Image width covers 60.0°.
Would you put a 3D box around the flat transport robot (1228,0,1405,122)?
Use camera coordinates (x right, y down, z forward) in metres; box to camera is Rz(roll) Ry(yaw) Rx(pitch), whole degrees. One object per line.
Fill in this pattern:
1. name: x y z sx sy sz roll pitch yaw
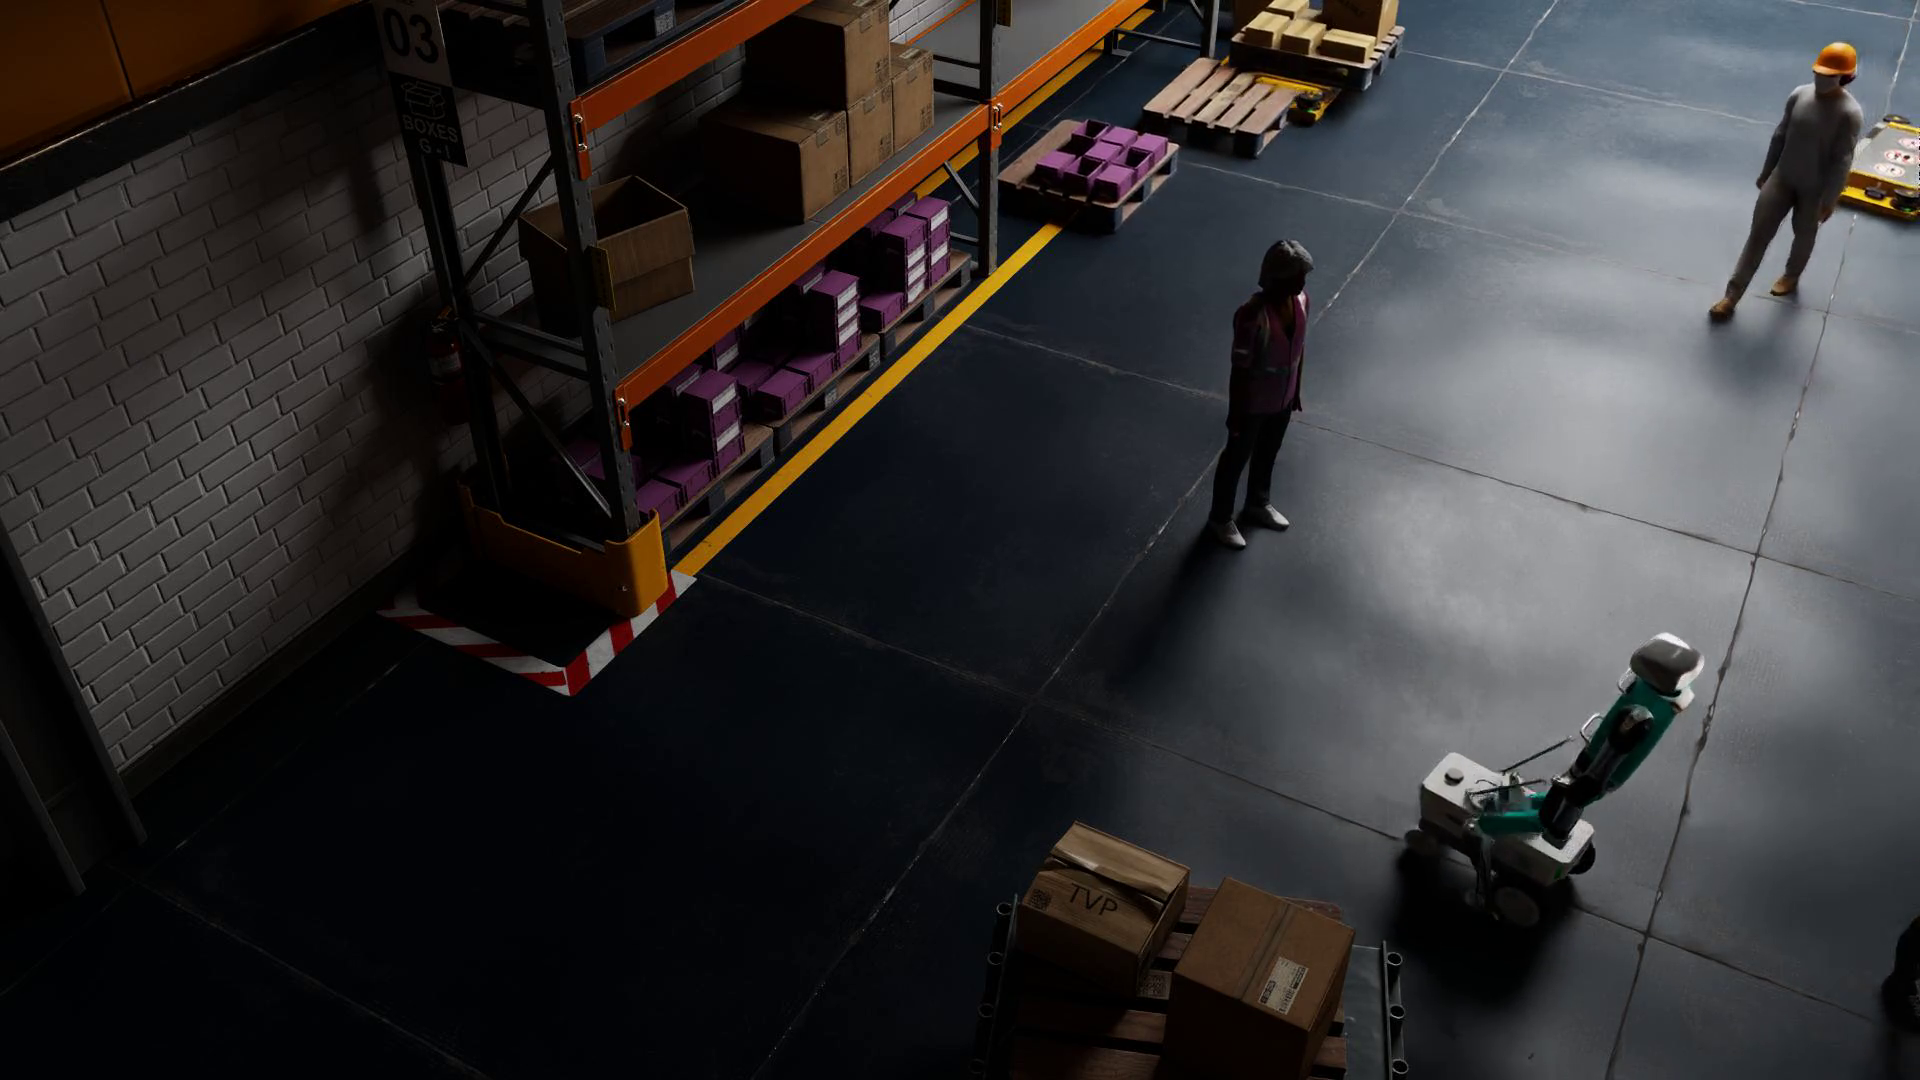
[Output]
1. flat transport robot: 2.978 -3.969 14.181 0.659 0.231 1.431 20 43 23

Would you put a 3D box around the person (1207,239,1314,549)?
1. person: 1.630 -0.780 8.937 0.519 1.841 0.315 -23 44 -26

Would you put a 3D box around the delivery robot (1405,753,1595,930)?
1. delivery robot: 2.415 1.301 7.379 0.810 0.612 0.499 29 47 31

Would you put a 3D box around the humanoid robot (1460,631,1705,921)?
1. humanoid robot: 2.416 0.982 6.841 0.804 1.787 0.530 29 47 31

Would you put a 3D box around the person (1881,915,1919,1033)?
1. person: 4.032 1.372 6.322 0.798 1.736 0.655 -11 40 -14

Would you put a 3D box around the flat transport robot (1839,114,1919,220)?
1. flat transport robot: 7.238 -2.883 12.823 0.659 0.231 1.431 28 46 30

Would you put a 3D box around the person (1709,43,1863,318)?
1. person: 5.497 -2.355 10.908 0.969 1.844 0.593 -28 46 -30
